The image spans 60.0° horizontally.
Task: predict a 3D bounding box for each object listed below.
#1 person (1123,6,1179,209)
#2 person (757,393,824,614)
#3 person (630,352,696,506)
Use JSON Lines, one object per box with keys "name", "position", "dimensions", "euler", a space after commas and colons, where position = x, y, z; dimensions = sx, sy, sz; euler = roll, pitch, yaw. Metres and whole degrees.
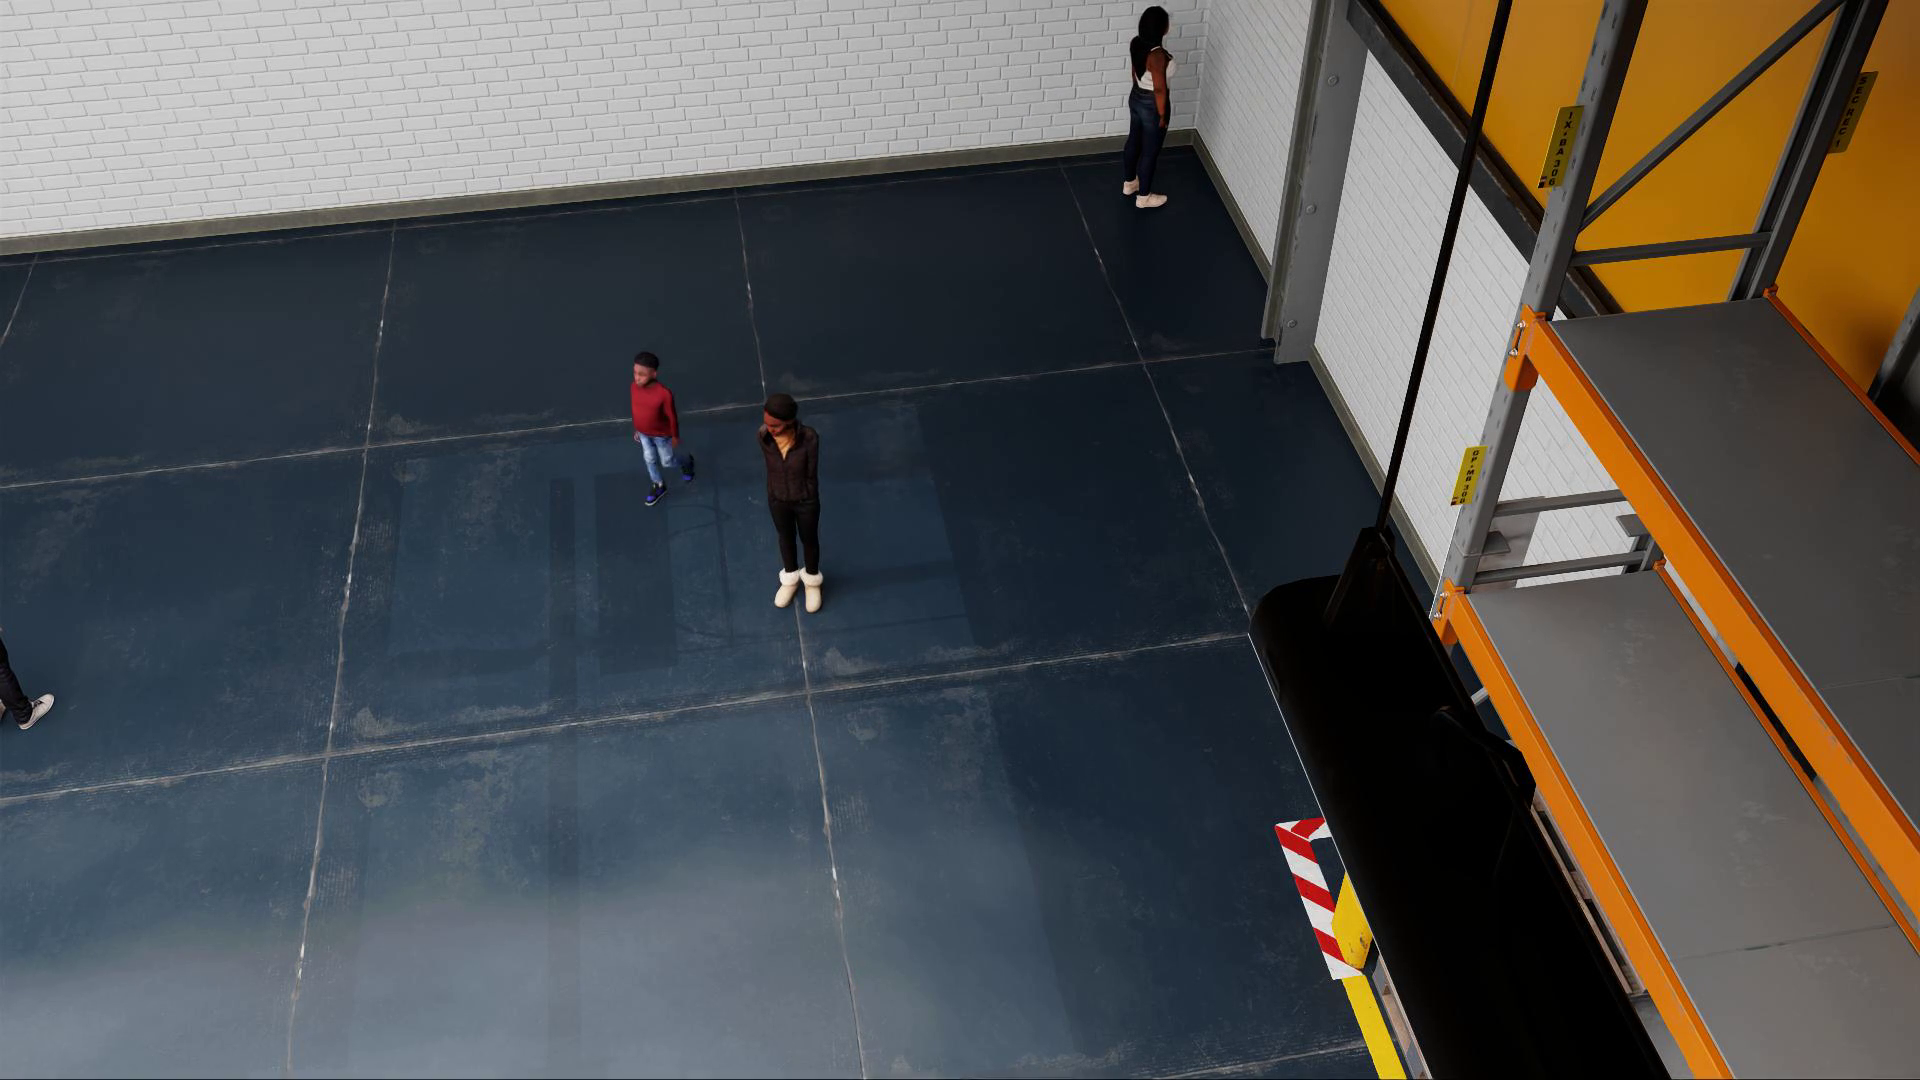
{"name": "person", "position": [1.618, -3.743, 14.353], "dimensions": [0.752, 1.810, 0.612], "euler": [-16, 46, -16]}
{"name": "person", "position": [-1.085, -0.297, 10.841], "dimensions": [0.652, 1.664, 0.719], "euler": [1, 44, 1]}
{"name": "person", "position": [-2.111, -0.825, 11.700], "dimensions": [0.693, 1.244, 0.773], "euler": [19, 47, 19]}
